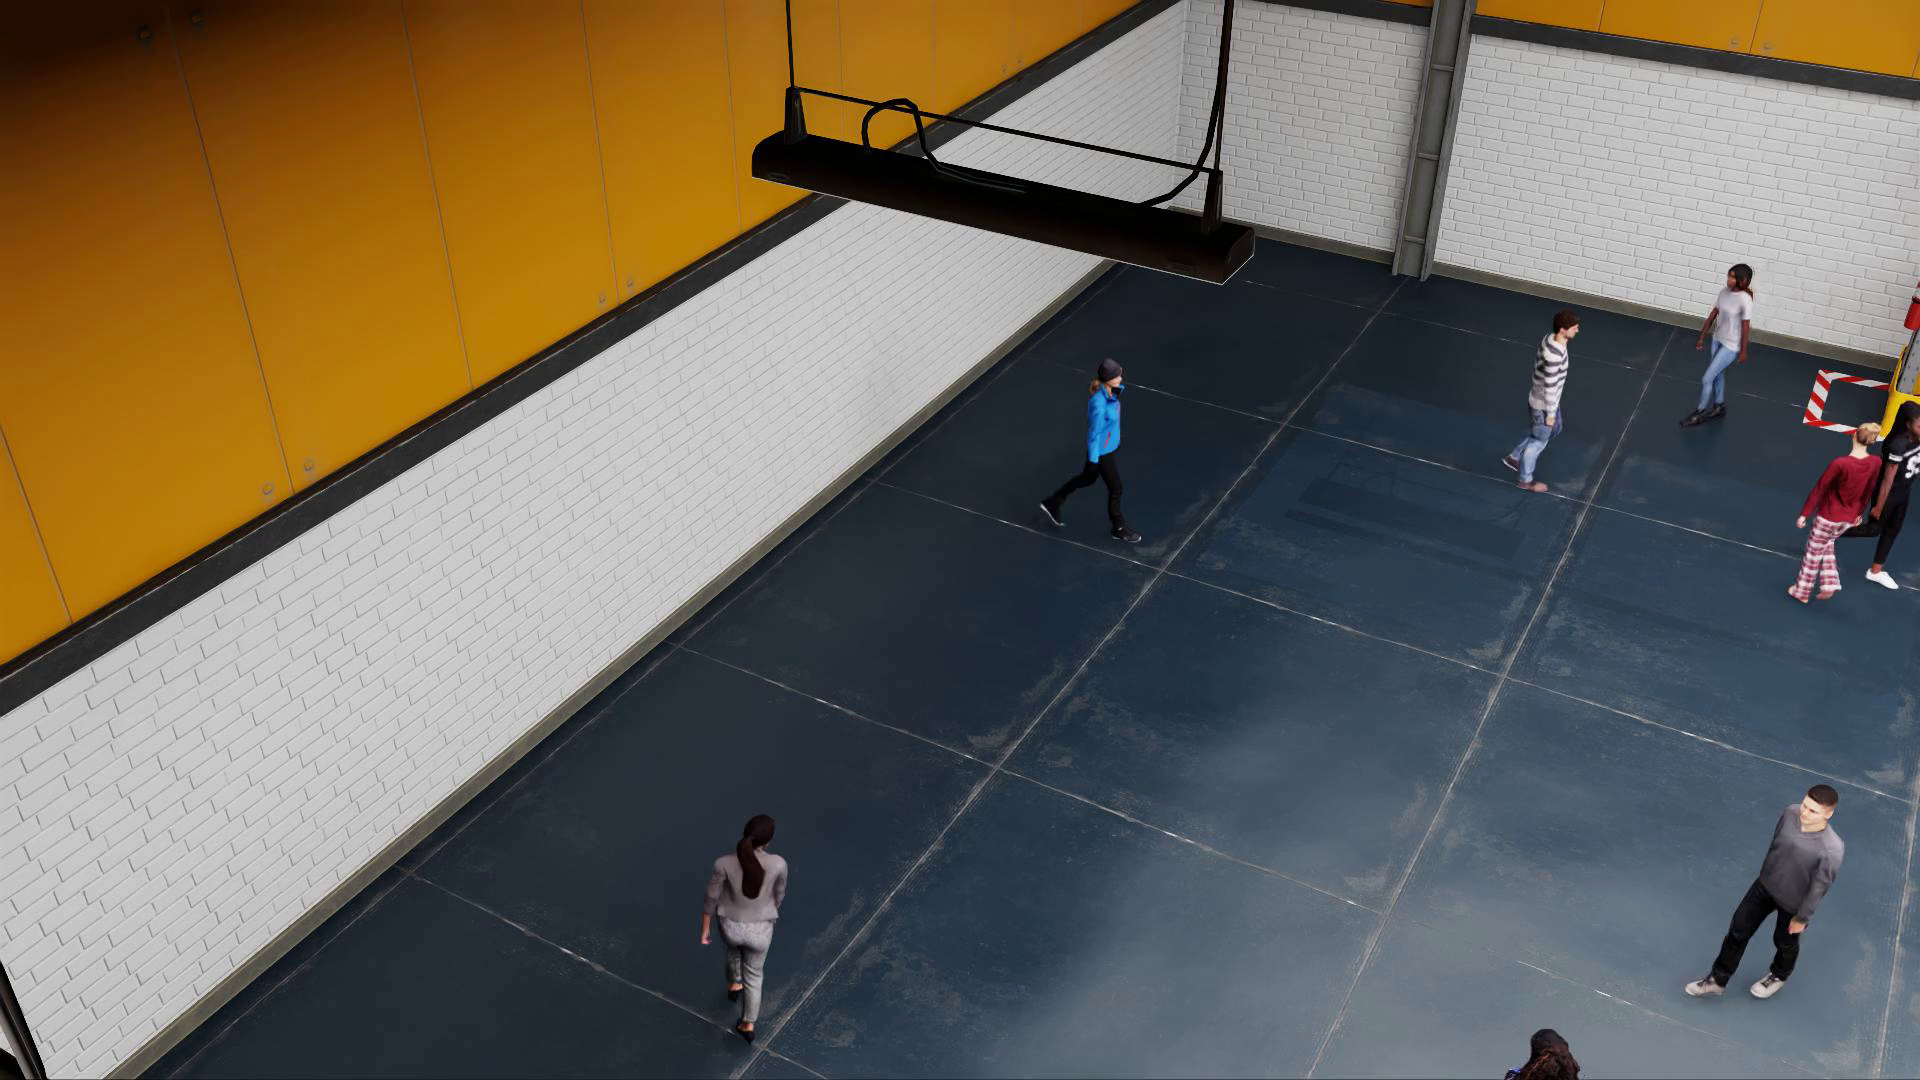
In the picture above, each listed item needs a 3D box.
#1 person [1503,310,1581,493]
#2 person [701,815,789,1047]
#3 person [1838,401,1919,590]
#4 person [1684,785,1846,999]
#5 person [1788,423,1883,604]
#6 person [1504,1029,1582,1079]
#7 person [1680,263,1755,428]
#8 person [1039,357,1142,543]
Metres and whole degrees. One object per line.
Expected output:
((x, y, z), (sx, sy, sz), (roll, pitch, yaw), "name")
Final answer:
((5.288, -1.292, 15.298), (0.771, 1.841, 0.757), (9, 35, 14), "person")
((-1.298, 2.379, 9.964), (0.879, 1.634, 0.938), (-7, 34, -11), "person")
((7.776, -0.412, 14.089), (1.093, 1.715, 0.816), (28, 43, 36), "person")
((5.137, 2.152, 10.212), (0.989, 1.736, 0.986), (-15, 36, -21), "person")
((7.305, -0.183, 13.759), (0.855, 1.699, 0.919), (-10, 35, -15), "person")
((2.961, 3.211, 8.740), (0.958, 1.603, 0.976), (-4, 34, -5), "person")
((7.596, -1.912, 16.360), (0.936, 1.700, 0.871), (-7, 34, -10), "person")
((1.141, -0.797, 14.629), (1.232, 1.758, 0.766), (11, 35, 16), "person")
